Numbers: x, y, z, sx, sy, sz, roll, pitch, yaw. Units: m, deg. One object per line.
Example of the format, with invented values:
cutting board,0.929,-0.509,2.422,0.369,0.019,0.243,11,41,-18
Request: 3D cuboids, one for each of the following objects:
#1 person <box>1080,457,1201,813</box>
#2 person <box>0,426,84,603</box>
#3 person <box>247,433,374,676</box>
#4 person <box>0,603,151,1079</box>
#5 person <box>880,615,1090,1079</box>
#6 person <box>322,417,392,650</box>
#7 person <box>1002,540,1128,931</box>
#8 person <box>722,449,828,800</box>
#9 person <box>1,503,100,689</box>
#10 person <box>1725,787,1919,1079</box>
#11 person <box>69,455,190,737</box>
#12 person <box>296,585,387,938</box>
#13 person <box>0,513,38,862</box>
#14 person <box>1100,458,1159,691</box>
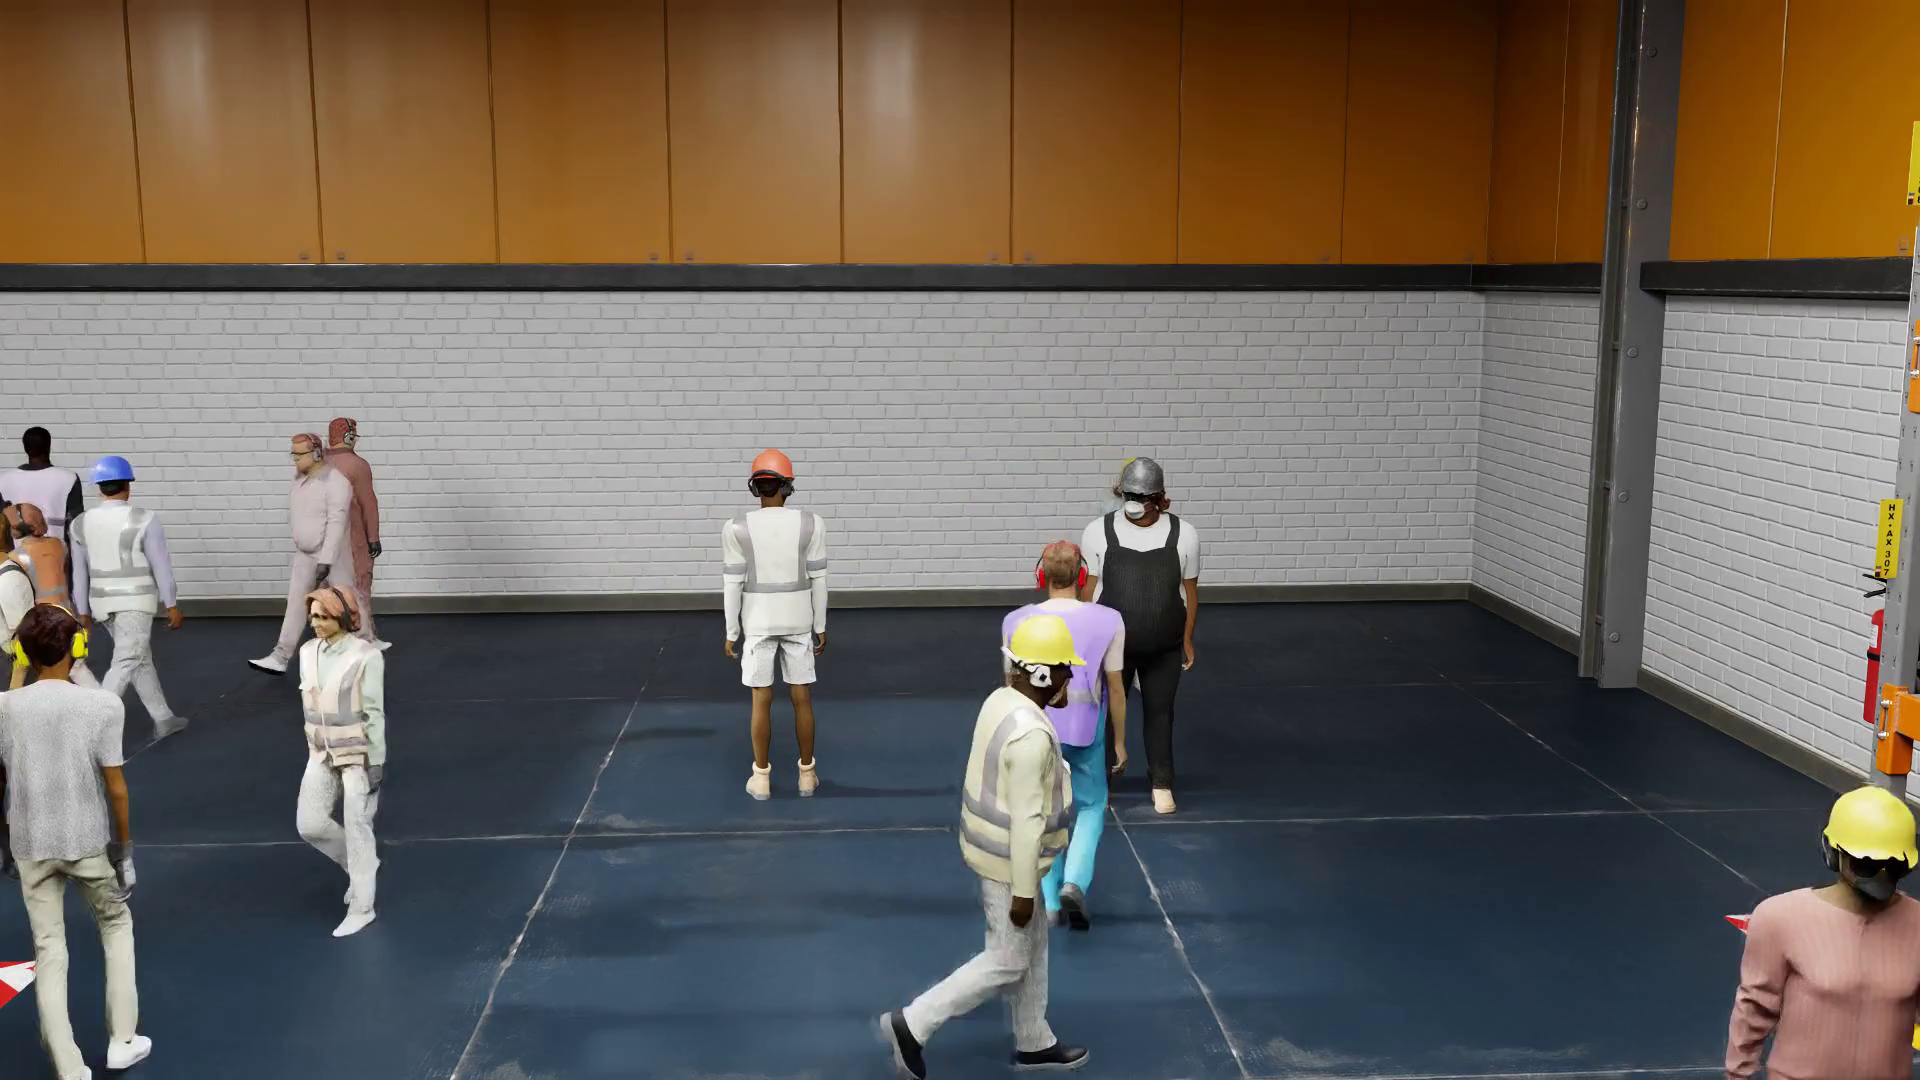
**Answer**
person,1.012,0.536,9.348,0.682,2.000,0.536,0,9,2
person,-7.010,0.075,12.736,0.601,1.890,0.877,-2,9,-12
person,-4.903,0.112,12.629,0.648,1.839,1.042,5,11,30
person,-3.326,1.143,6.181,0.513,1.837,0.628,-3,9,-17
person,0.118,1.165,6.172,0.734,1.800,0.616,-1,9,-9
person,-4.922,-0.037,13.391,0.639,1.902,0.407,3,10,20
person,0.471,0.915,7.624,0.583,1.823,0.526,2,9,13
person,-1.069,0.491,9.650,0.605,2.037,0.394,-2,9,-11
person,-5.824,0.546,10.665,0.779,1.606,0.529,3,9,18
person,2.336,1.492,4.347,0.546,1.718,0.918,1,9,8
person,-5.343,0.415,10.583,0.618,1.907,0.980,3,9,17
person,-2.834,1.010,7.681,0.519,1.629,0.386,4,10,24
person,-4.944,0.748,8.645,0.328,1.840,0.514,-7,11,-36
person,1.238,0.228,12.292,0.489,1.716,0.722,-1,9,-8
